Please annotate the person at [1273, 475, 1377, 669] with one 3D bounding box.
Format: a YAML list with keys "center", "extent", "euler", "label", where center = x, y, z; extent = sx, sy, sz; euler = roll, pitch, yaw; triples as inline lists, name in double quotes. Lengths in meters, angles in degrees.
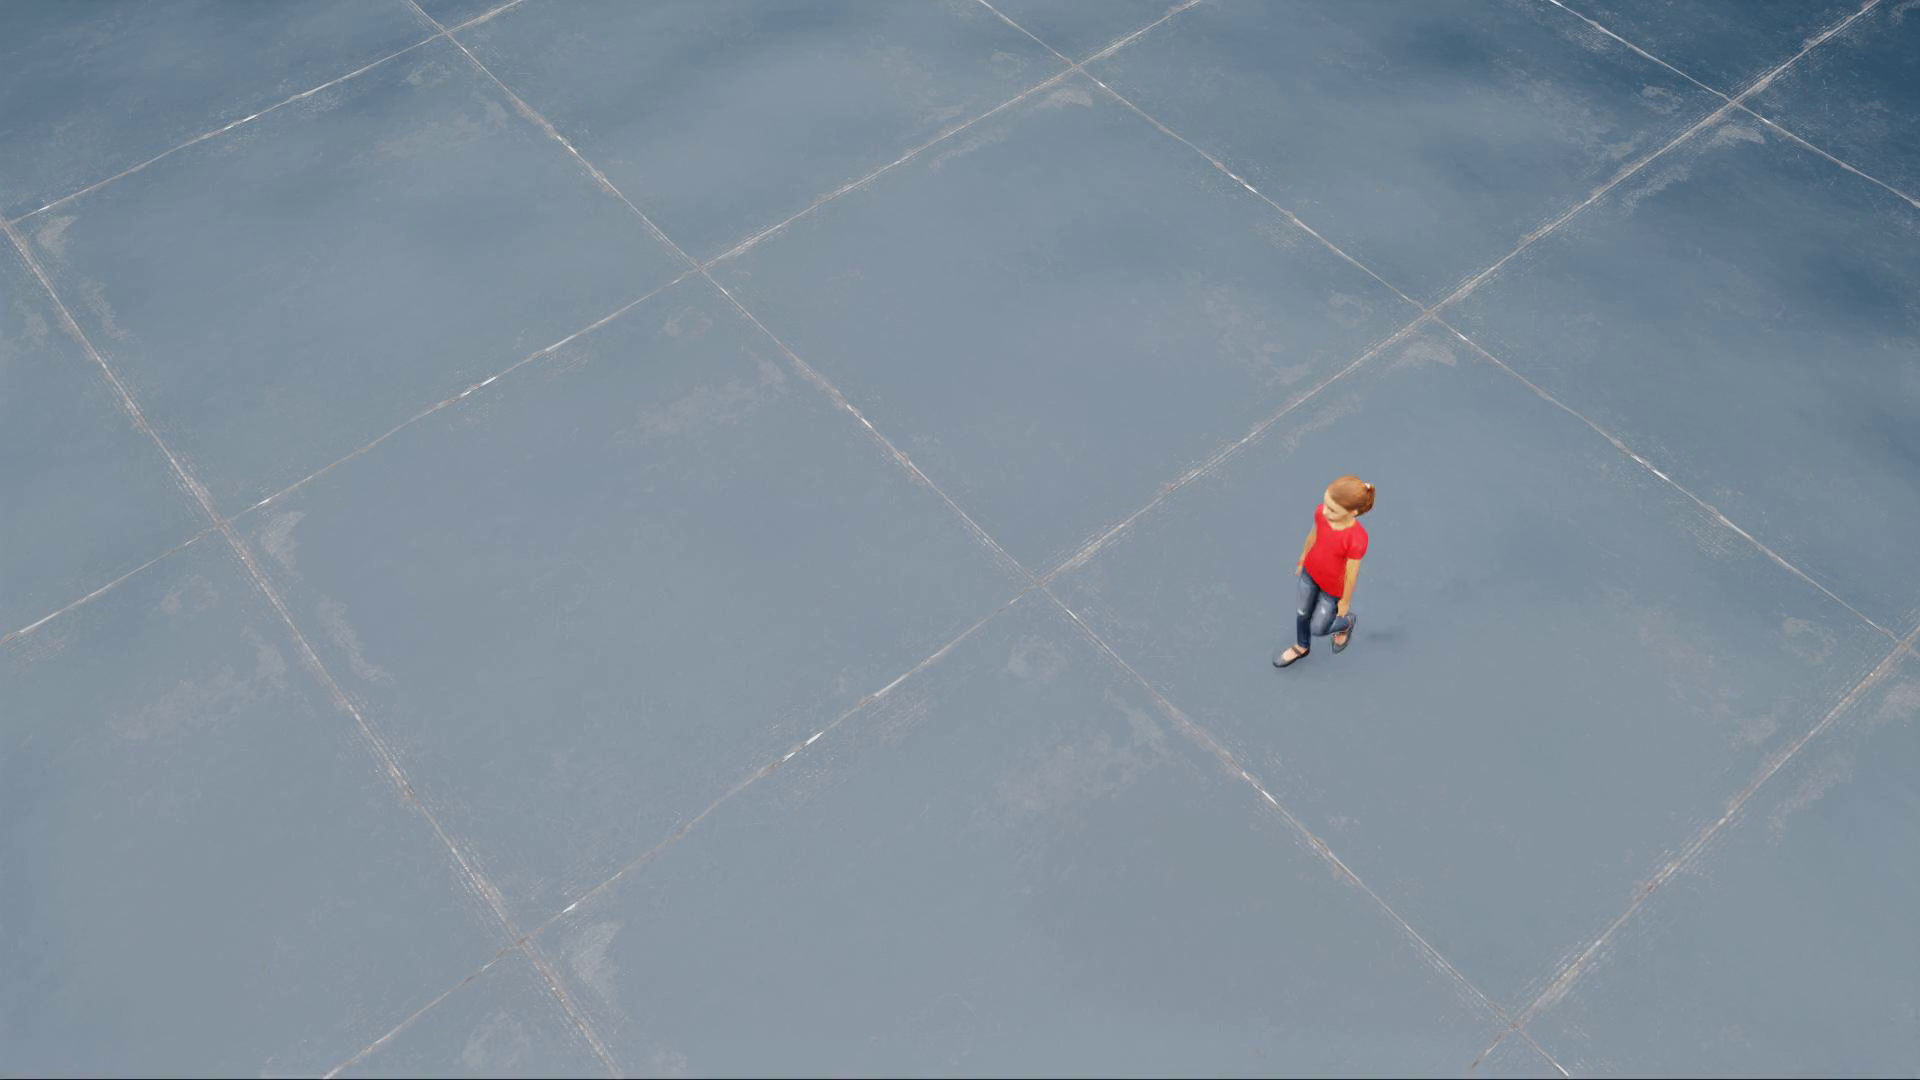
- center: [1.729, 0.151, 7.607]
  extent: [0.657, 1.294, 0.525]
  euler: [-27, 57, -19]
  label: "person"
